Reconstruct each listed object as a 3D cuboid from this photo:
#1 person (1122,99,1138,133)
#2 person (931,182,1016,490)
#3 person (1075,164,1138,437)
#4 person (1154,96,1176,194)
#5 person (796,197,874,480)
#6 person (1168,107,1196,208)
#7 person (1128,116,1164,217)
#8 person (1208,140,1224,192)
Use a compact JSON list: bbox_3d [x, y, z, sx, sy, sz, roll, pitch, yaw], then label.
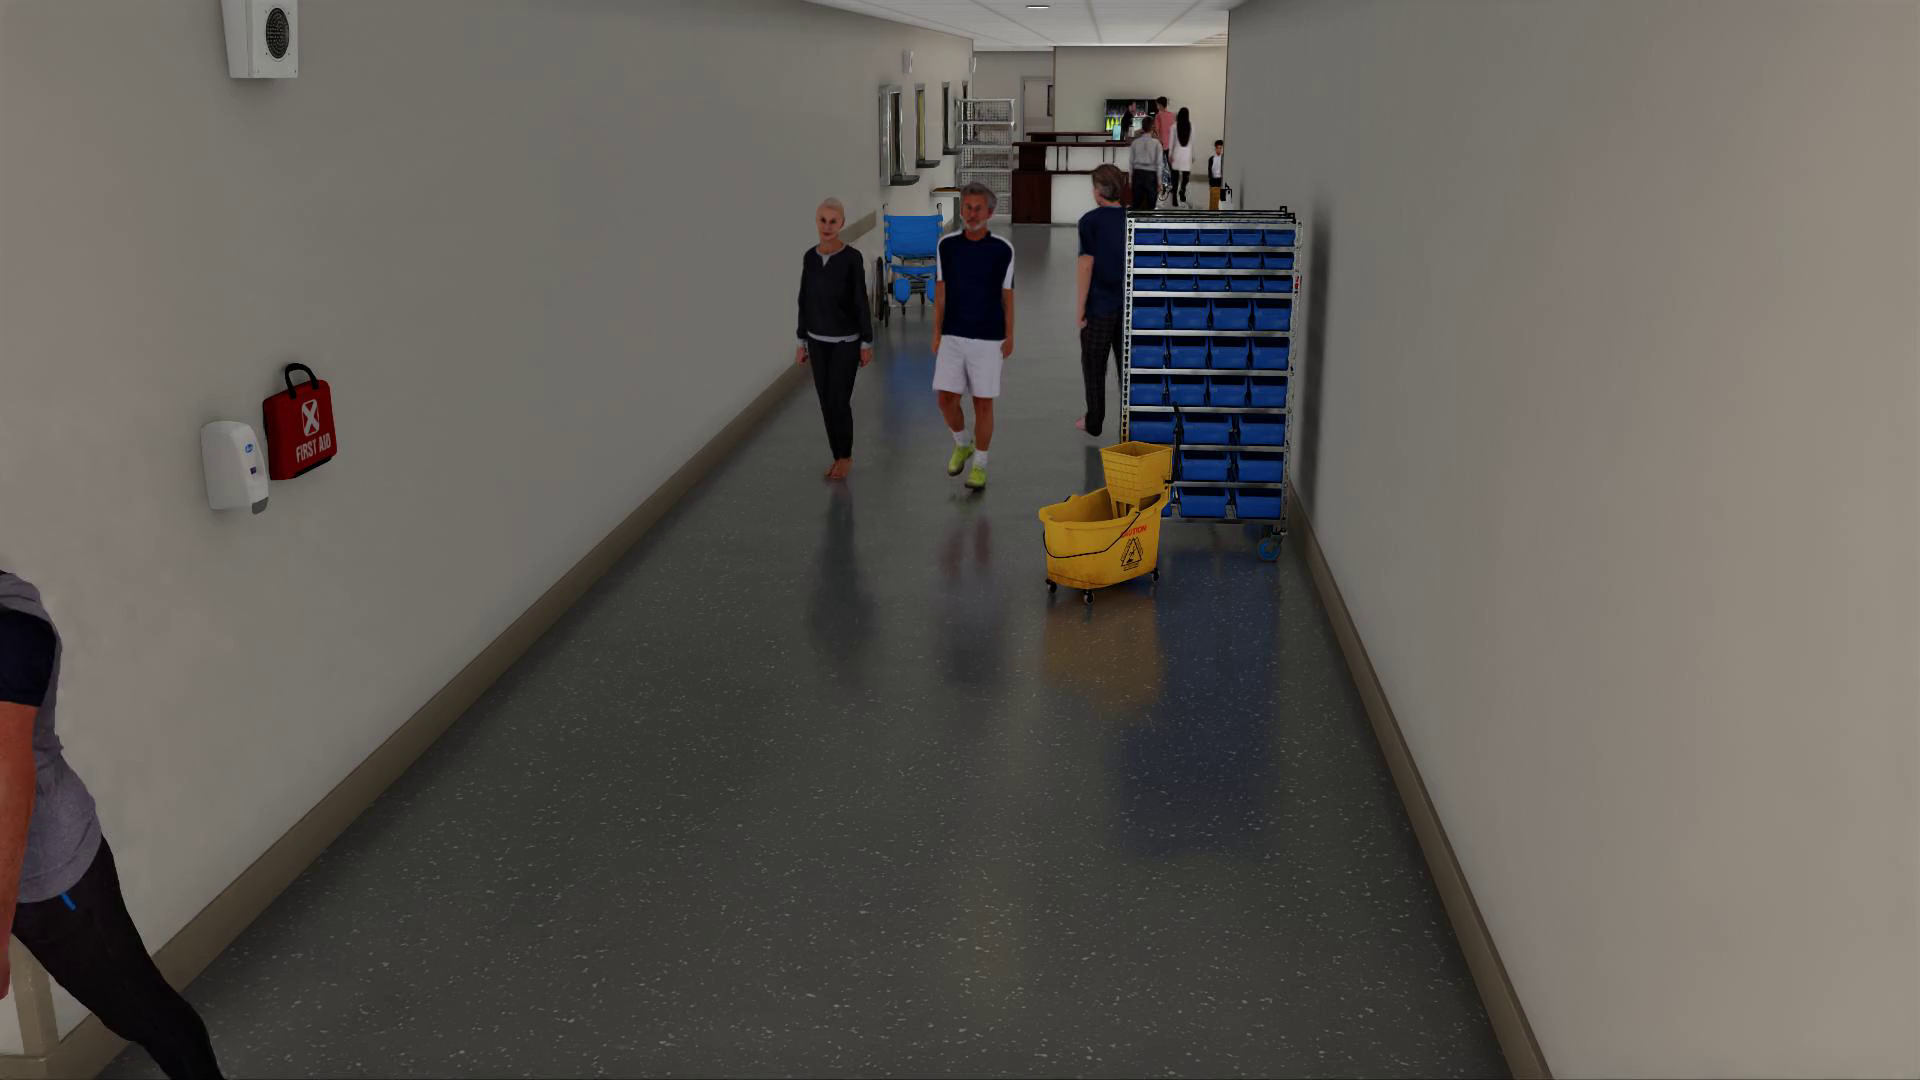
[{"bbox_3d":[3.286,-7.857,33.372,0.968,1.888,0.687,0,16,1],"label":"person"},{"bbox_3d":[0.090,-1.224,9.960,0.656,1.825,0.760,4,16,12],"label":"person"},{"bbox_3d":[1.026,-1.483,10.876,1.107,1.828,1.093,-5,16,-16],"label":"person"},{"bbox_3d":[4.208,-7.968,33.733,1.241,1.906,1.182,-7,17,-25],"label":"person"},{"bbox_3d":[-0.728,-1.245,10.248,0.687,1.710,0.807,9,18,28],"label":"person"},{"bbox_3d":[4.107,-7.056,30.702,0.766,1.795,0.732,1,16,4],"label":"person"},{"bbox_3d":[2.671,-5.202,24.178,1.160,1.767,0.905,4,16,15],"label":"person"},{"bbox_3d":[4.706,-6.683,30.369,0.564,1.218,0.622,5,16,17],"label":"person"}]
